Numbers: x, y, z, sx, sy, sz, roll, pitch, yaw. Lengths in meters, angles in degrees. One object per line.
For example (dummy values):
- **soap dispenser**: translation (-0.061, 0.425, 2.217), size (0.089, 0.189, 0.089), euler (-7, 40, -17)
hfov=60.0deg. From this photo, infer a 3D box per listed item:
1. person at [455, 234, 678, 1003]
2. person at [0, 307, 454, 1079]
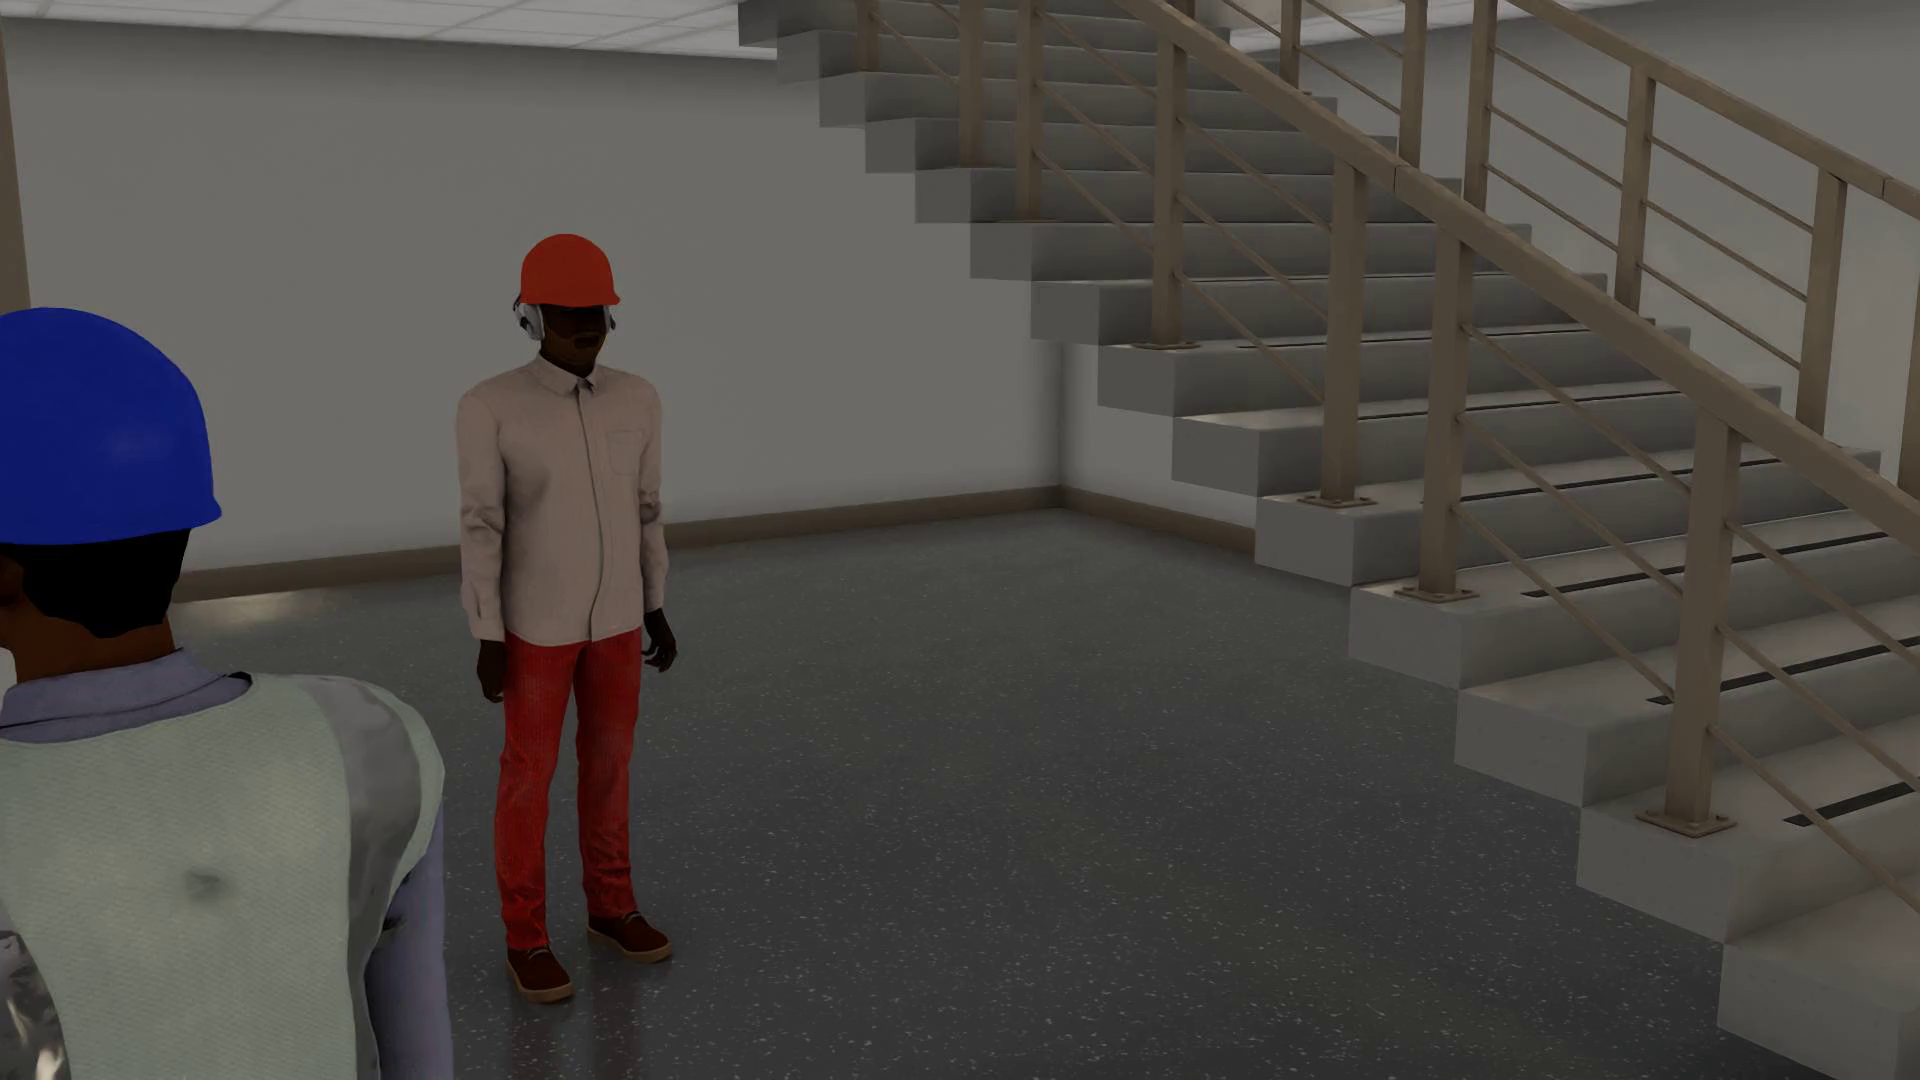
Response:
- **person**: translation (-1.012, 0.201, 4.405), size (0.395, 1.994, 0.613), euler (11, 15, 44)
- **person**: translation (-0.733, 0.767, 1.550), size (0.381, 1.951, 0.607), euler (8, 13, 35)
